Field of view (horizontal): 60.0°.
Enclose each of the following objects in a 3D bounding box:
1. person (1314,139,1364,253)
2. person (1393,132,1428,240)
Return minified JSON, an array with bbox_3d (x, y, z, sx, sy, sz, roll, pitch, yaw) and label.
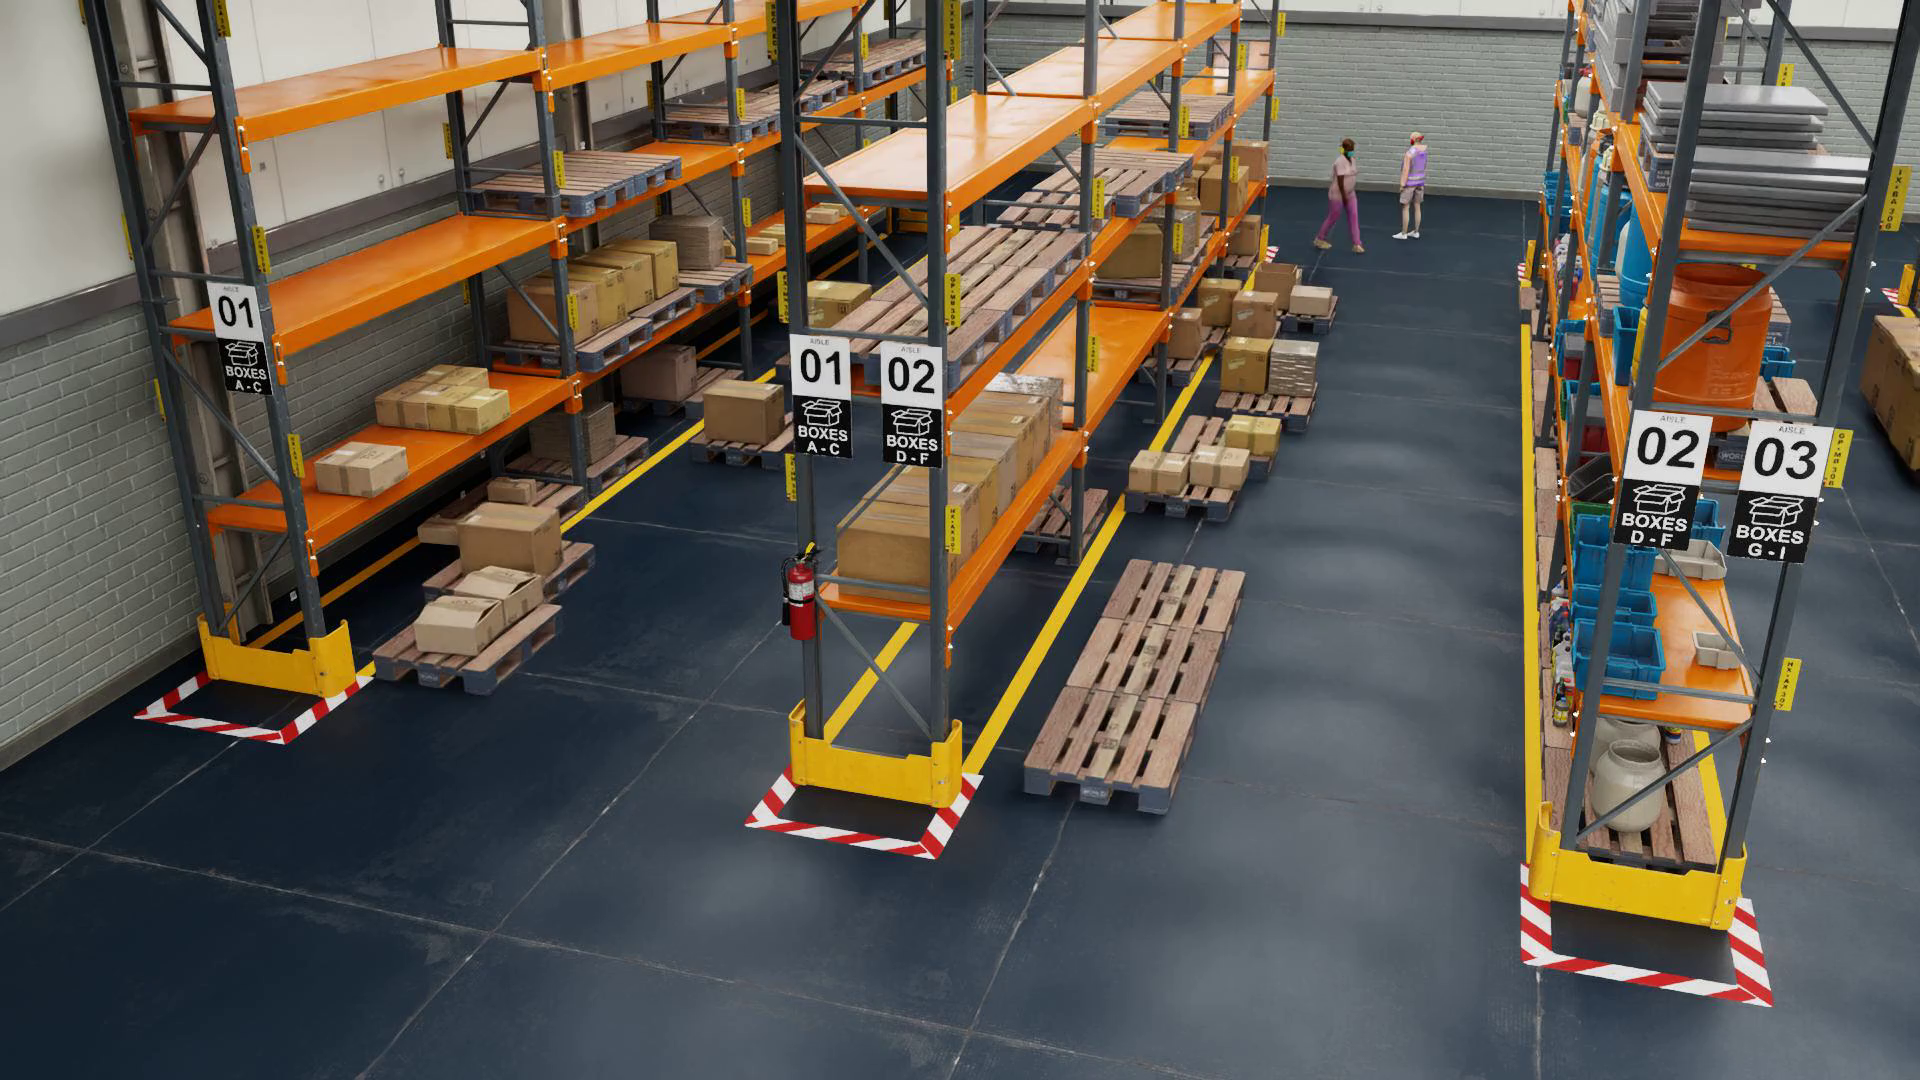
[{"bbox_3d":[5.882,-5.320,25.630,0.495,1.751,0.806,-16,28,-32],"label":"person"},{"bbox_3d":[7.182,-5.620,26.415,0.492,1.688,0.348,-14,27,-29],"label":"person"}]
